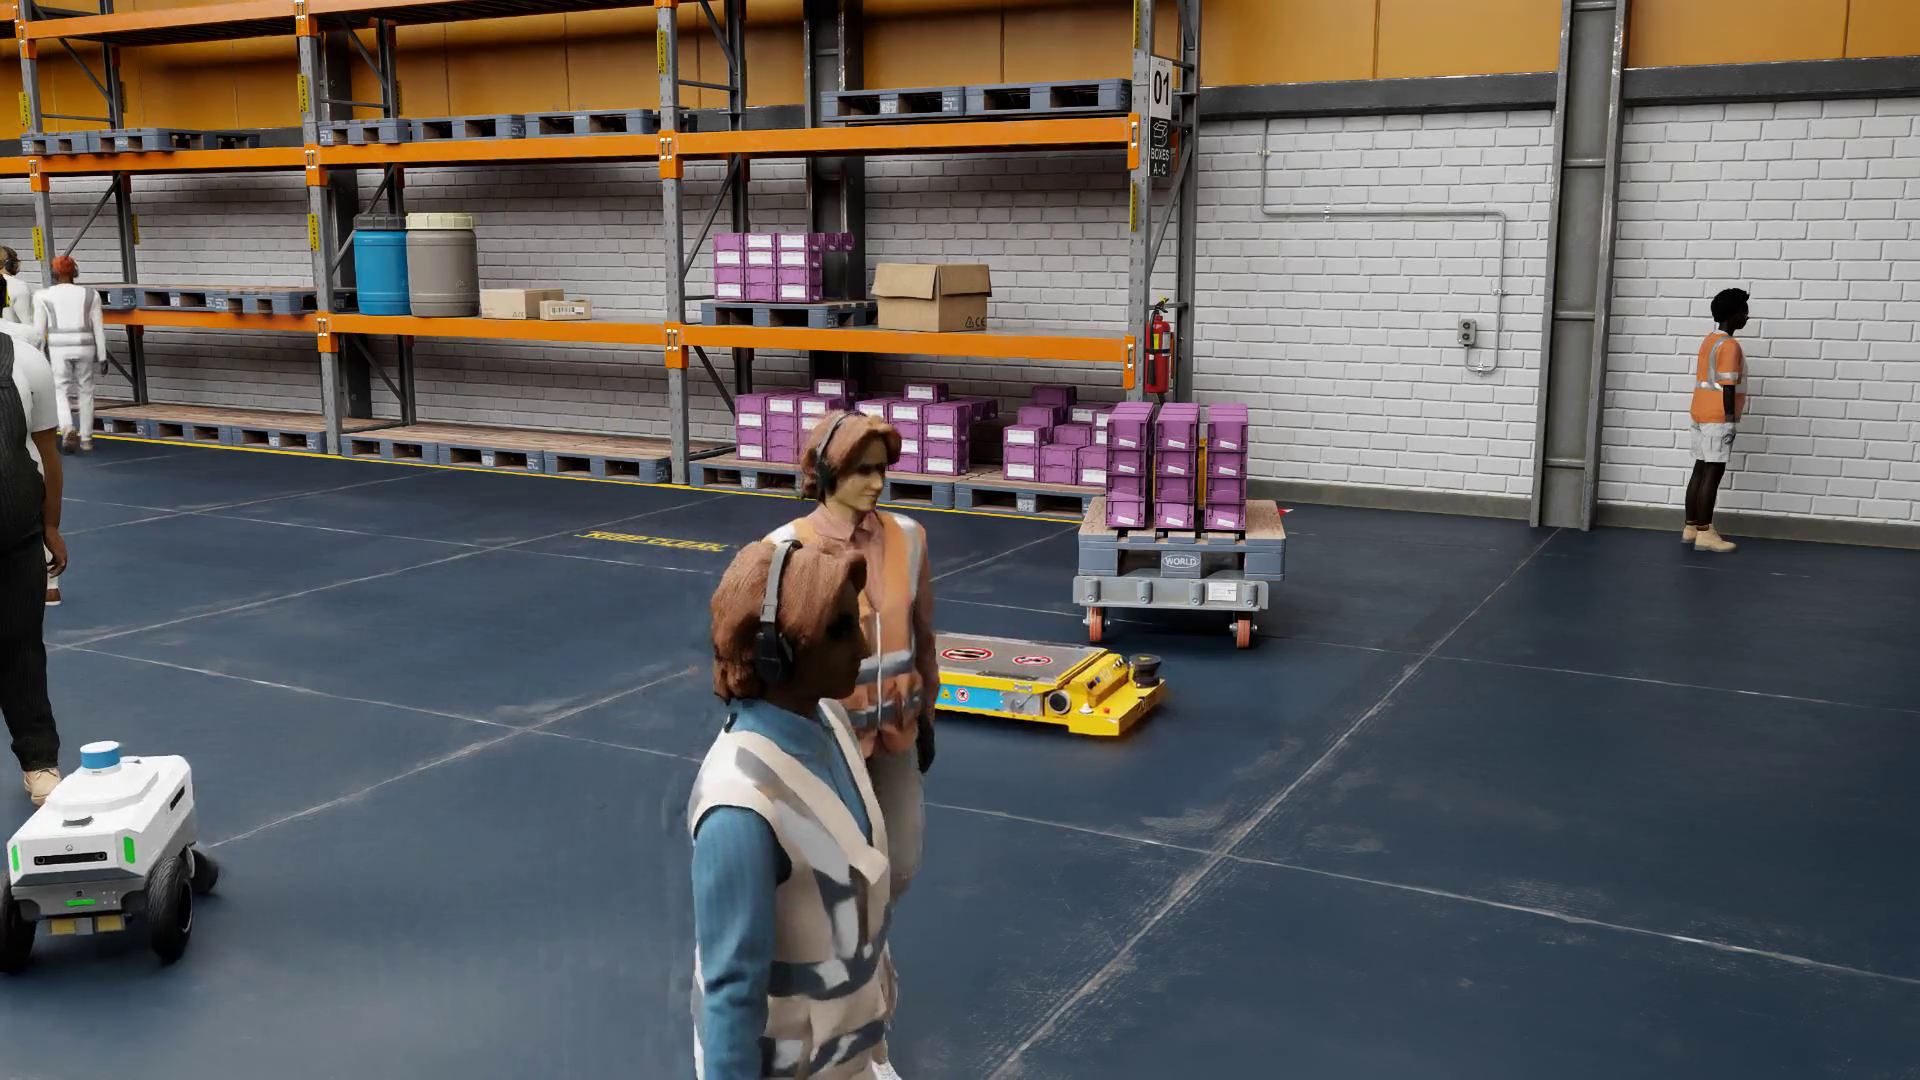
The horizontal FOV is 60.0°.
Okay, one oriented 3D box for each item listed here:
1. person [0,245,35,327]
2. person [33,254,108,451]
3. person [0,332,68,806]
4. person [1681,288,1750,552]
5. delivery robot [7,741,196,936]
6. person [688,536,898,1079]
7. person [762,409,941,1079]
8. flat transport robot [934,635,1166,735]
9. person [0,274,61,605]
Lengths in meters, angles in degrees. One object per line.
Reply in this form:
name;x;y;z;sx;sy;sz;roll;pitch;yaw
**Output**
person;-8.947;-1.796;15.696;0.635;1.938;0.359;3;11;17
person;-8.337;-1.746;15.621;0.597;1.866;0.726;-6;12;-31
person;-3.464;-0.037;5.777;0.687;2.000;0.538;-7;13;-35
person;4.917;-0.779;10.786;0.317;1.695;0.540;2;10;8
delivery robot;-2.483;0.830;4.841;0.477;0.478;0.707;-2;11;-12
person;-0.302;0.778;2.479;0.775;1.609;0.521;1;10;6
person;-0.275;0.490;4.037;0.526;1.624;0.635;-8;13;-39
flat transport robot;0.109;0.590;7.192;1.431;0.197;0.652;4;11;23
person;-5.149;-0.526;8.957;0.329;1.861;0.512;3;11;18
